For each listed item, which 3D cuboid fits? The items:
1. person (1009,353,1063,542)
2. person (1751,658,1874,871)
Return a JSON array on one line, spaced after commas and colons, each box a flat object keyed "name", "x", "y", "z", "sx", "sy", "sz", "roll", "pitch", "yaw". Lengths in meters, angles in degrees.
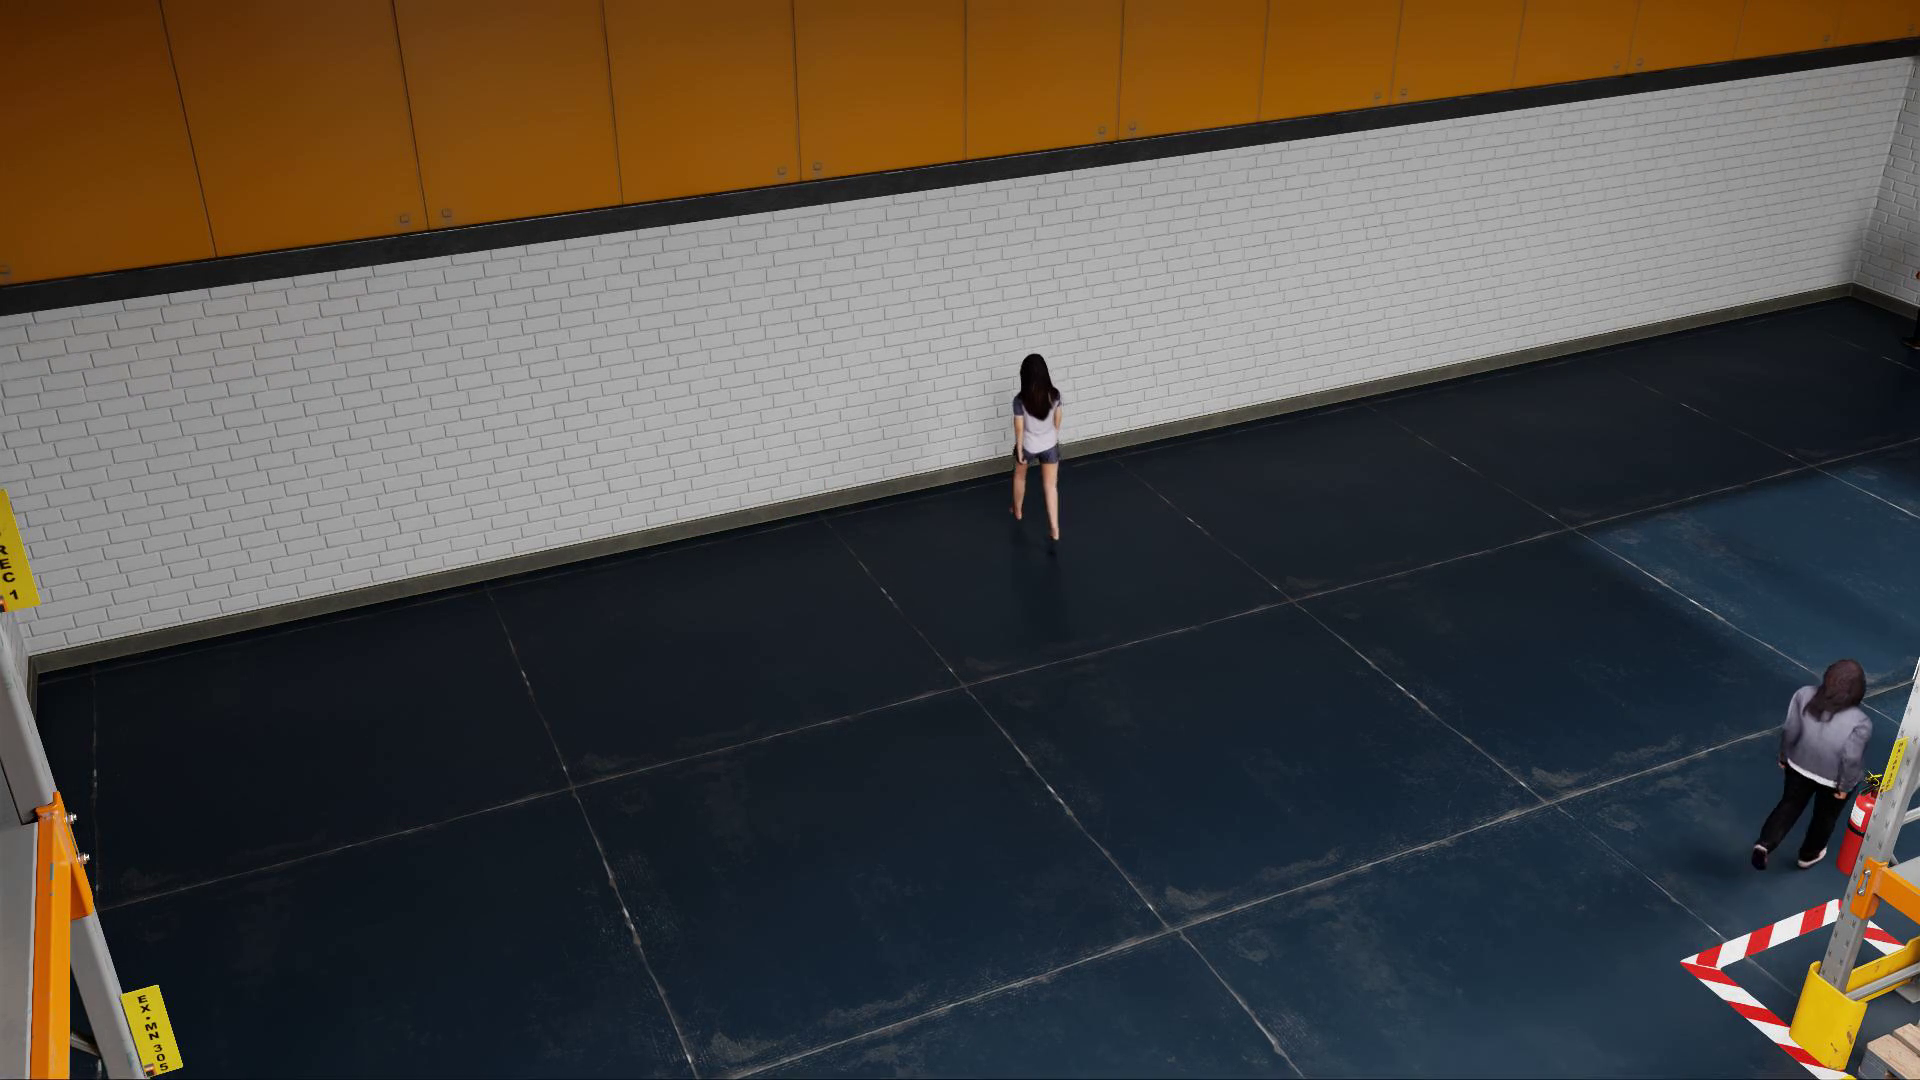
[{"name": "person", "x": 0.699, "y": -0.776, "z": 14.347, "sx": 0.773, "sy": 1.673, "sz": 1.125, "roll": -6, "pitch": 29, "yaw": -11}, {"name": "person", "x": 5.325, "y": 1.448, "z": 10.369, "sx": 0.815, "sy": 1.580, "sz": 0.881, "roll": -18, "pitch": 33, "yaw": -30}]
